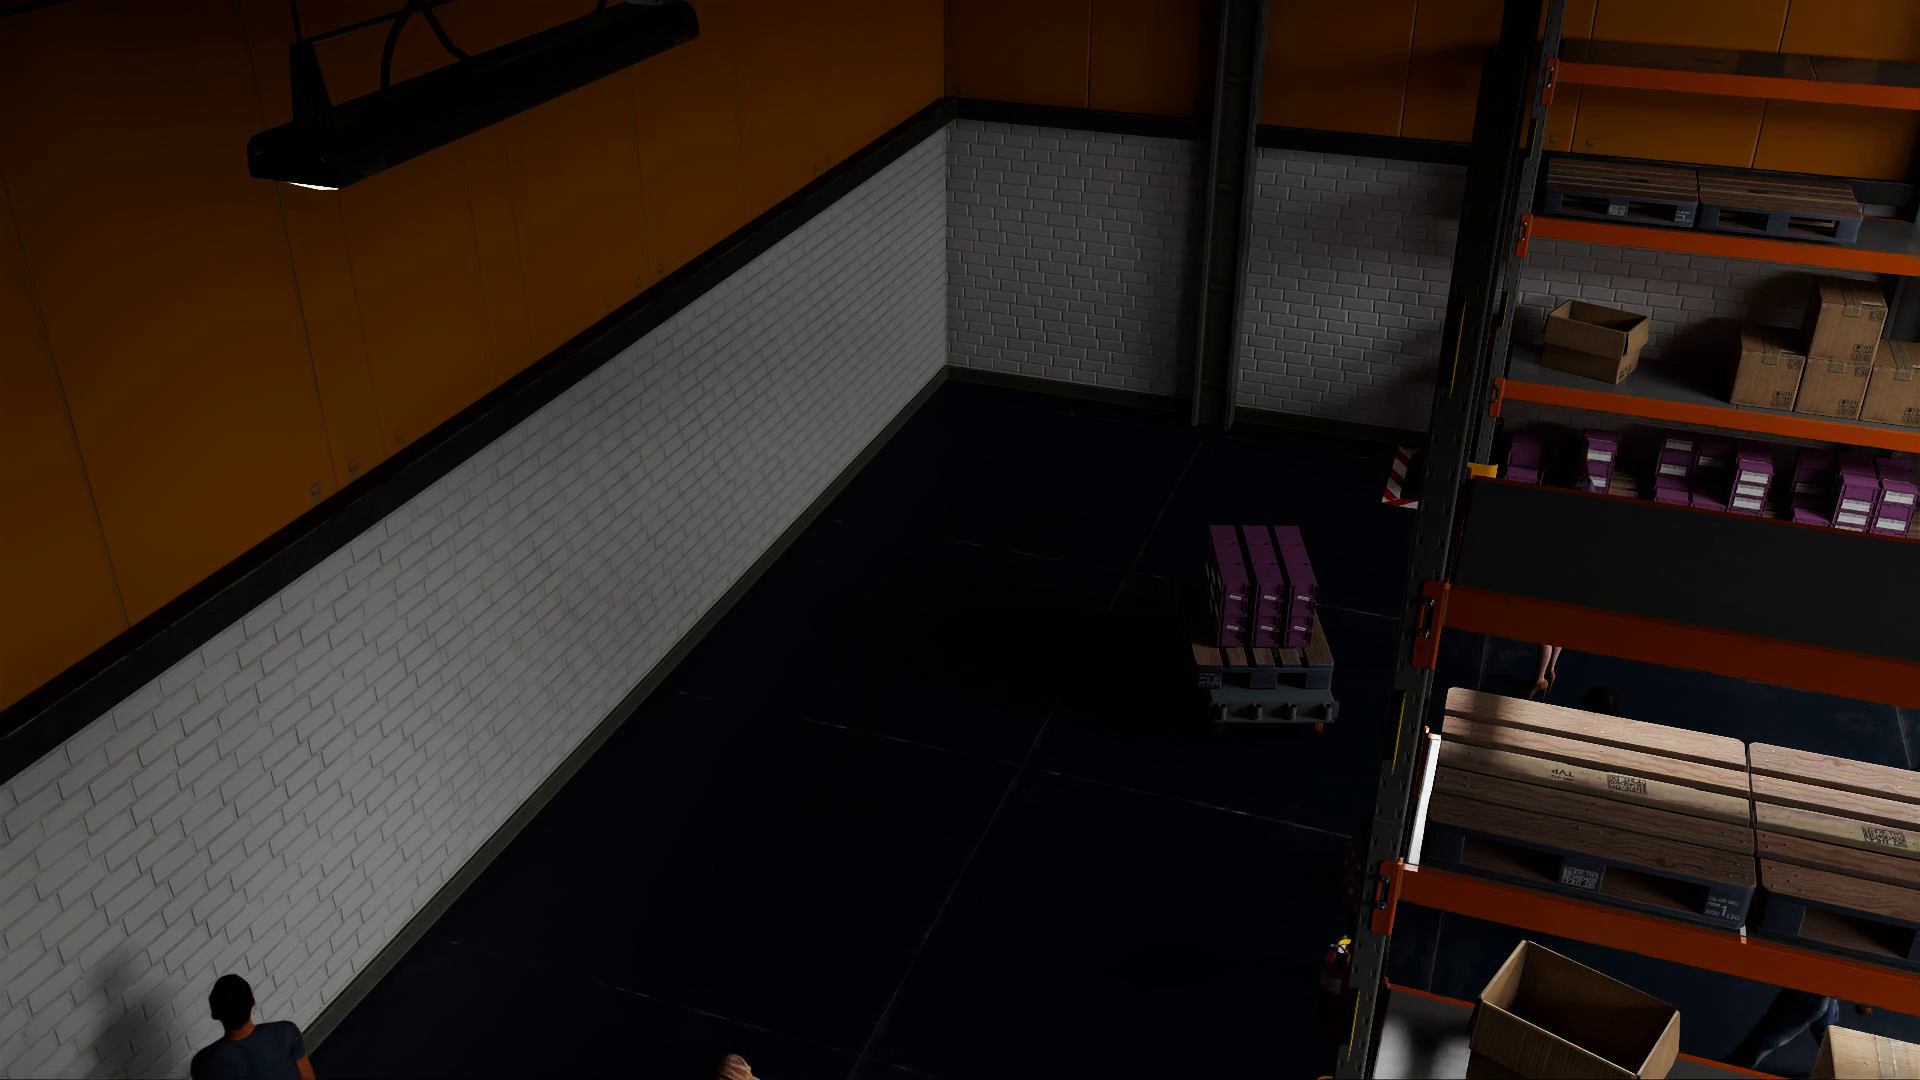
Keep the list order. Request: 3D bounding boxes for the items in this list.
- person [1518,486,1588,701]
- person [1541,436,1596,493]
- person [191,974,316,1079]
[{"bbox_3d":[4.411,0.388,12.337,0.599,1.793,0.626,24,37,37],"label":"person"},{"bbox_3d":[4.730,-0.013,13.136,0.564,1.733,0.707,21,35,34],"label":"person"},{"bbox_3d":[-3.295,2.795,7.908,0.730,1.808,0.747,-18,33,-29],"label":"person"}]
